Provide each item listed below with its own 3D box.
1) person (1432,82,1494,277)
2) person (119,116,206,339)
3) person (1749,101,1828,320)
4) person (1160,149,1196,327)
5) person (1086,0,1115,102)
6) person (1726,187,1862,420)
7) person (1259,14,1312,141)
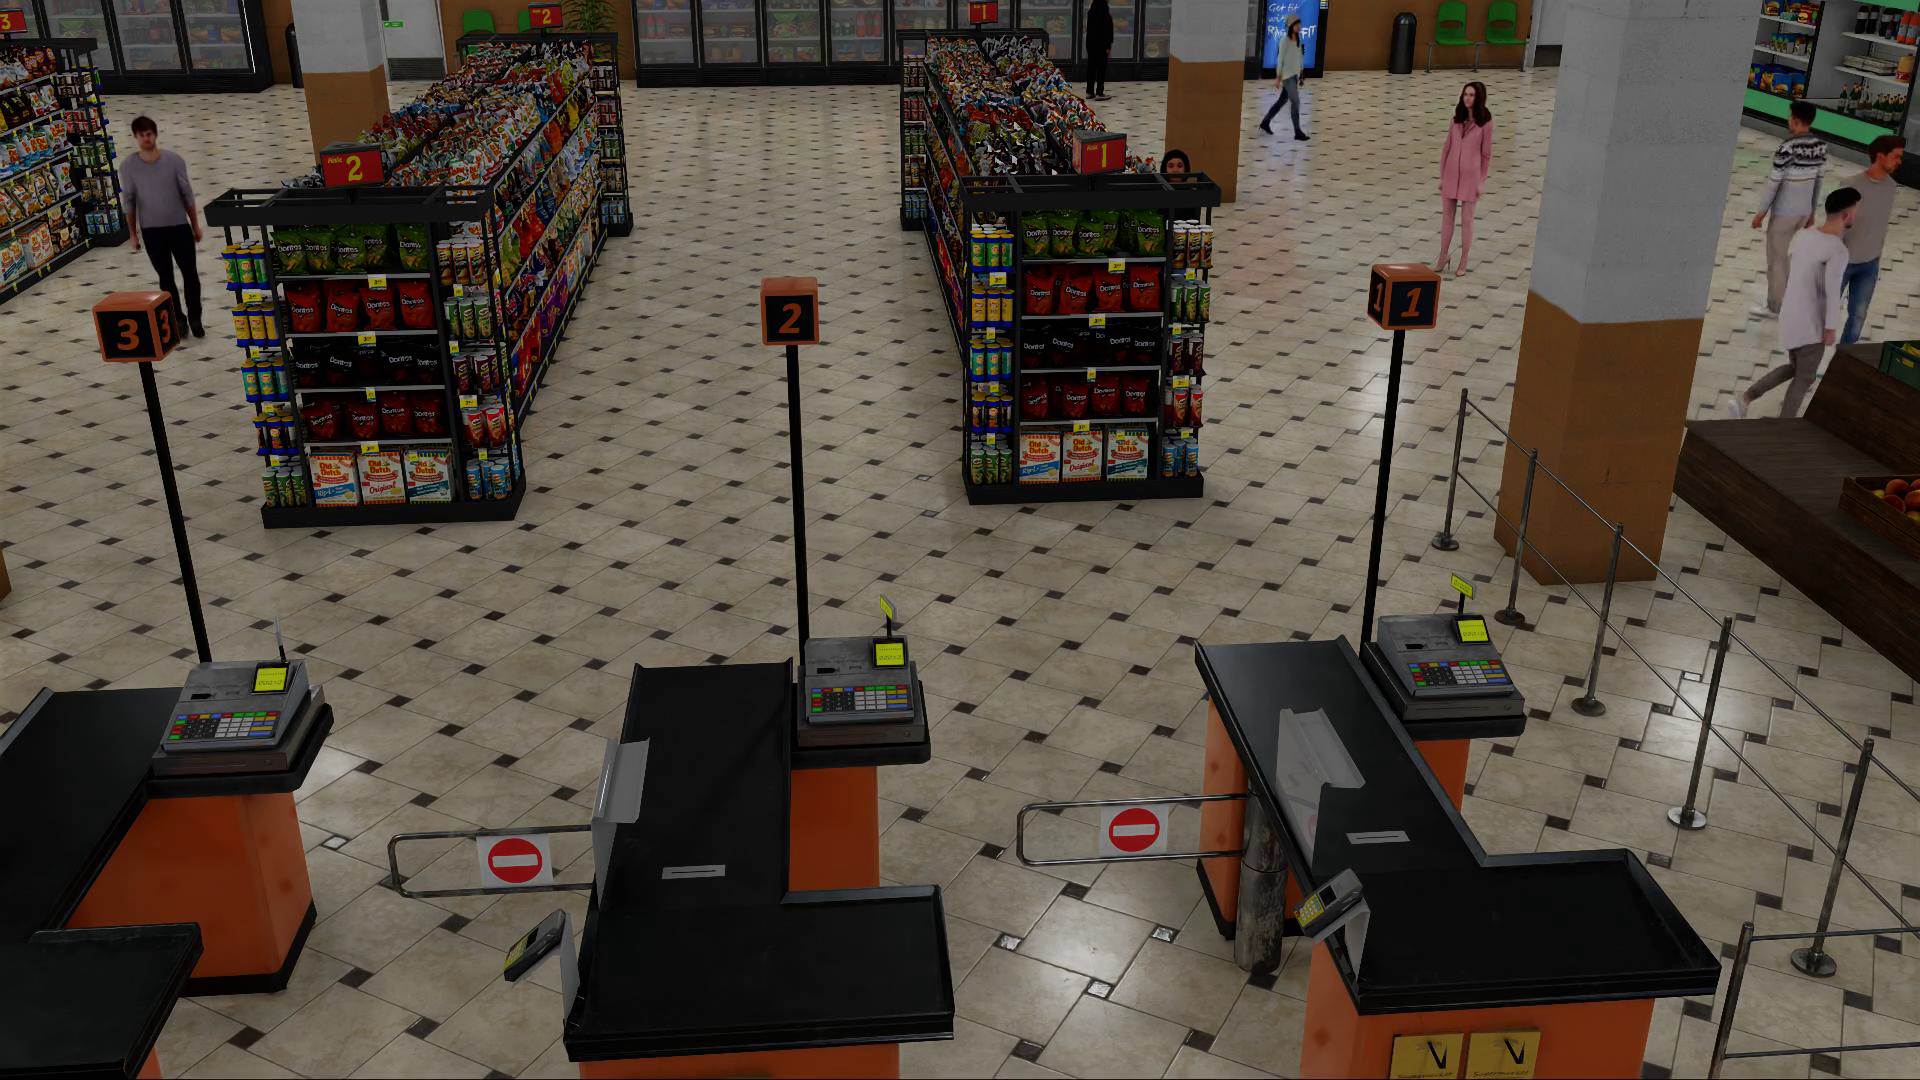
[{"bbox_3d":[4.756,-3.406,15.683,0.679,1.802,0.745,20,30,38],"label":"person"},{"bbox_3d":[-6.583,-2.593,13.789,0.779,1.830,0.772,-9,25,-19],"label":"person"},{"bbox_3d":[7.148,-2.782,14.201,0.772,1.846,0.762,-12,26,-25],"label":"person"},{"bbox_3d":[1.646,-2.206,13.066,0.563,1.702,0.535,-1,24,-2],"label":"person"},{"bbox_3d":[2.112,-7.566,25.422,0.829,1.615,0.735,-16,28,-33],"label":"person"},{"bbox_3d":[5.650,-1.475,11.247,0.760,1.820,0.776,-3,24,-7],"label":"person"},{"bbox_3d":[4.353,-6.196,22.302,1.022,1.607,1.149,-21,31,-39],"label":"person"}]
